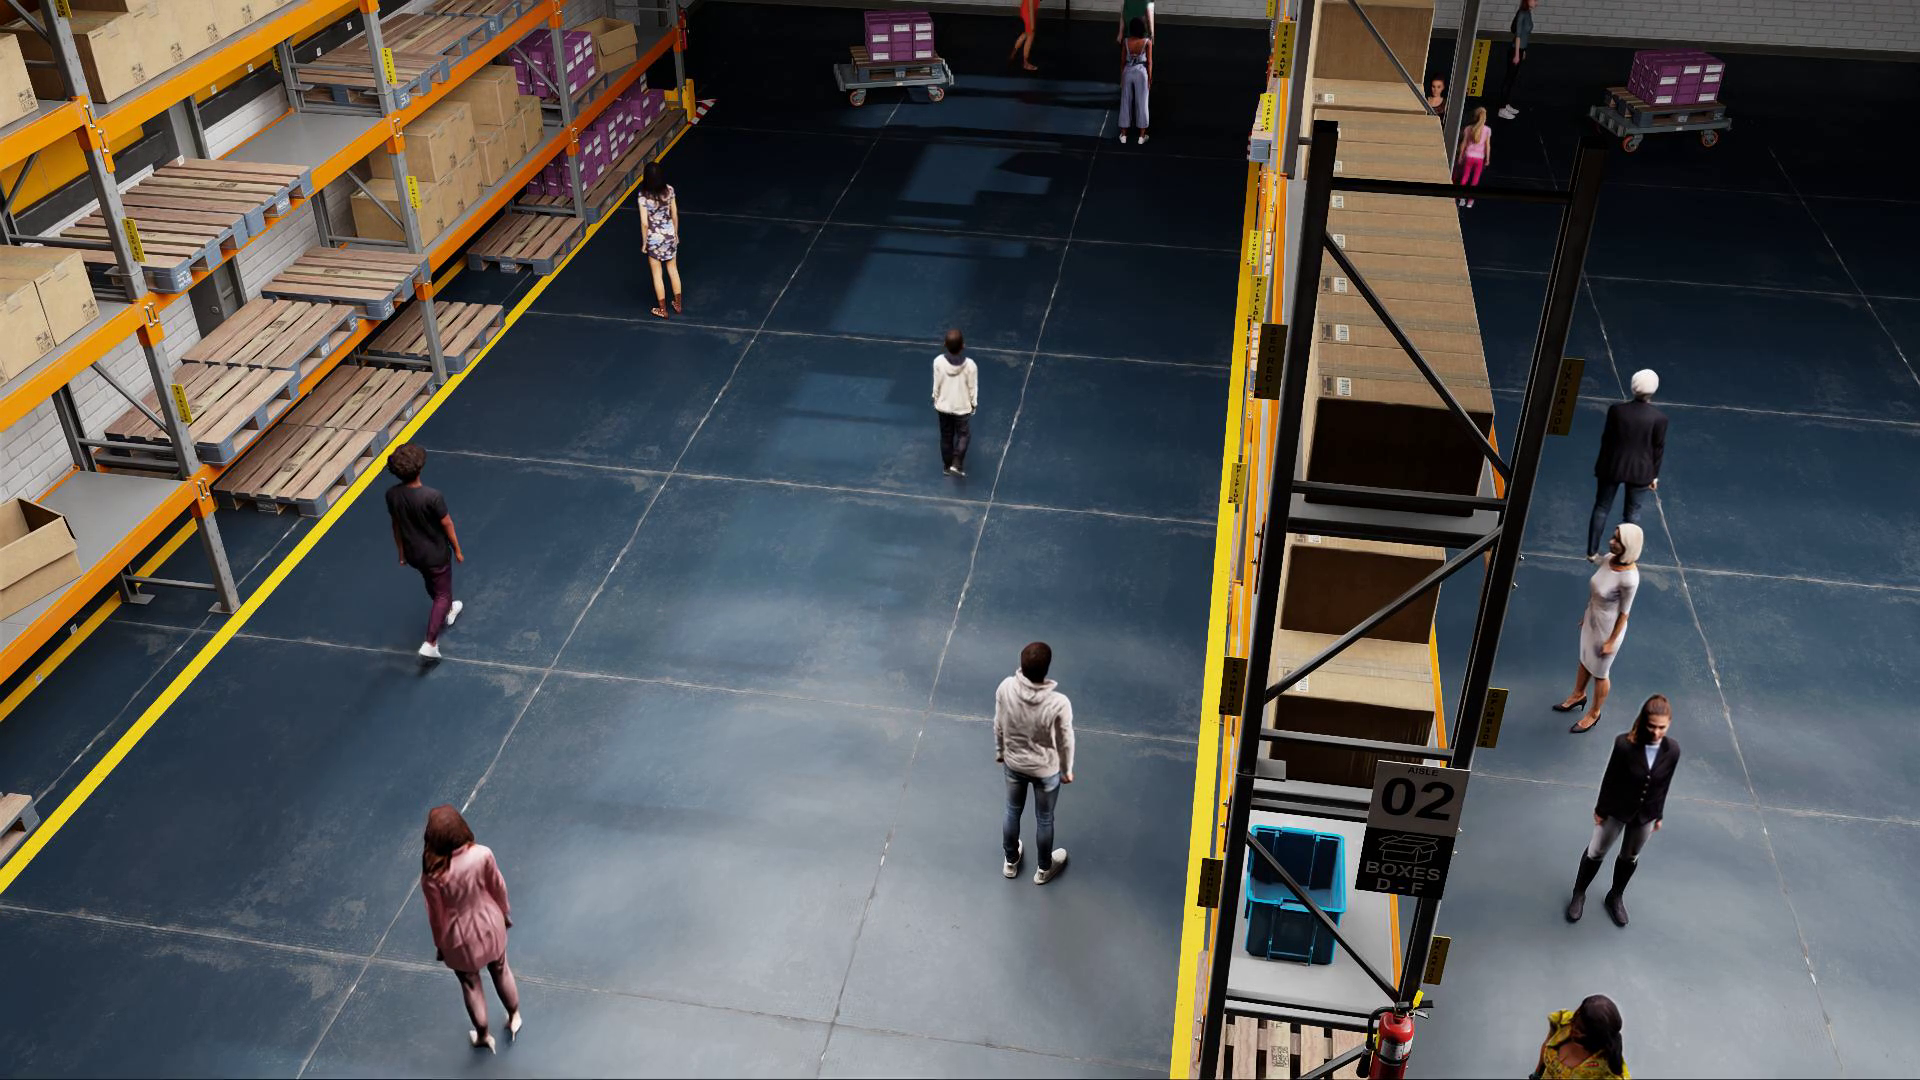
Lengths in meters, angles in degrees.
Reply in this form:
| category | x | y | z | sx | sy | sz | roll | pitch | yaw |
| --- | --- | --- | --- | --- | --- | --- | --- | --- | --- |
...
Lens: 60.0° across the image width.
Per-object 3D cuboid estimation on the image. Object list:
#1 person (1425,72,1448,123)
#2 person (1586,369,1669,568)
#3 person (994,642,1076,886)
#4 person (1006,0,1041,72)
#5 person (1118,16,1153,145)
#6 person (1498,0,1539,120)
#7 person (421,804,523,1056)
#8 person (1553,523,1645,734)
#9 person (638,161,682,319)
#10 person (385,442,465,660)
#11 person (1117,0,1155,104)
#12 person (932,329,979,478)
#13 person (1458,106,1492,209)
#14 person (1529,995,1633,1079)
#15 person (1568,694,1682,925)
| category | x | y | z | sx | sy | sz | roll | pitch | yaw |
| --- | --- | --- | --- | --- | --- | --- | --- | --- | --- |
| person | 5.715 | -4.873 | 20.328 | 0.561 | 1.673 | 0.543 | 6 | 34 | 9 |
| person | 5.206 | -0.526 | 12.896 | 0.789 | 1.780 | 0.697 | 17 | 37 | 24 |
| person | 0.453 | 1.428 | 10.686 | 0.712 | 1.852 | 0.621 | 11 | 35 | 16 |
| person | 1.009 | -7.820 | 24.741 | 0.750 | 1.696 | 0.697 | -2 | 34 | -3 |
| person | 2.345 | -6.154 | 22.235 | 0.587 | 1.696 | 0.520 | 8 | 34 | 11 |
| person | 7.738 | -6.759 | 23.101 | 0.713 | 1.745 | 0.593 | 19 | 38 | 26 |
| person | -2.791 | 2.243 | 9.507 | 0.678 | 1.801 | 0.744 | -22 | 40 | -30 |
| person | 4.645 | 0.619 | 11.994 | 0.685 | 1.752 | 0.554 | -6 | 34 | -9 |
| person | -3.200 | -3.209 | 17.770 | 0.662 | 1.733 | 0.729 | -23 | 40 | -30 |
| person | -4.125 | 0.100 | 12.773 | 0.617 | 1.754 | 1.080 | 6 | 34 | 9 |
| person | 2.475 | -7.076 | 23.530 | 0.996 | 1.797 | 1.258 | 22 | 39 | 29 |
| person | -0.071 | -1.191 | 14.994 | 0.615 | 1.445 | 0.686 | 8 | 35 | 12 |
| person | 6.285 | -4.676 | 20.396 | 0.592 | 1.268 | 0.712 | 14 | 36 | 20 |
| person | 3.146 | 2.939 | 8.587 | 1.058 | 1.660 | 0.955 | -14 | 36 | -20 |
| person | 4.180 | 1.700 | 10.388 | 0.567 | 1.729 | 0.528 | 5 | 34 | 7 |
